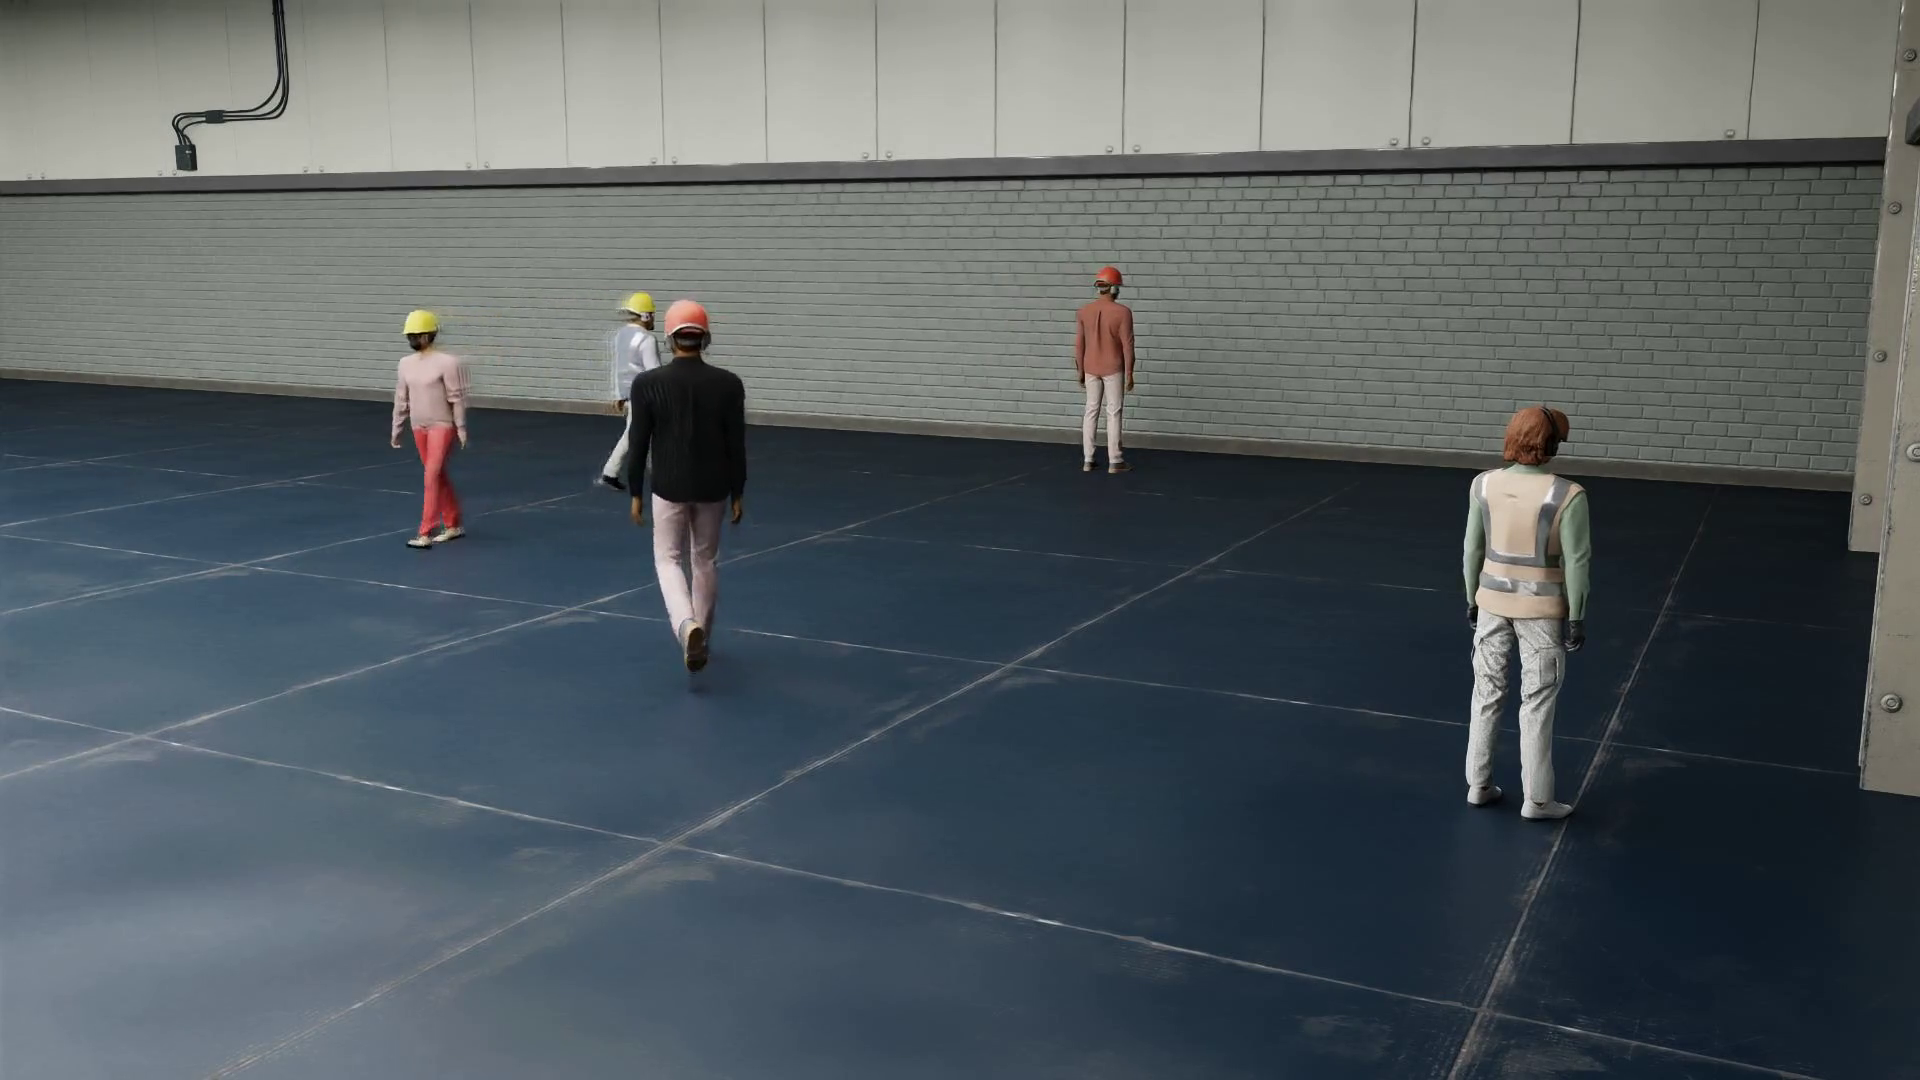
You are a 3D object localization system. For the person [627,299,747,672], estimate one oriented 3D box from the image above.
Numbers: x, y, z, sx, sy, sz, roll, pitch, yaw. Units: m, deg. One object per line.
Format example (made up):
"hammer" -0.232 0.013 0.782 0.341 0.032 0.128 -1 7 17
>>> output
"person" -1.411 -0.269 8.708 0.624 1.972 0.764 -3 11 -18

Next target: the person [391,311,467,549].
"person" -3.961 -0.799 12.210 0.553 1.732 0.818 5 11 24

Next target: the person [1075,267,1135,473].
"person" 1.426 -1.651 16.179 0.622 1.989 0.399 7 12 33

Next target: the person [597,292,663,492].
"person" -2.925 -1.334 15.021 0.922 1.794 0.610 -7 13 -35

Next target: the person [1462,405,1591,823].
"person" 2.221 0.290 6.560 0.307 1.639 0.525 -9 14 -41
